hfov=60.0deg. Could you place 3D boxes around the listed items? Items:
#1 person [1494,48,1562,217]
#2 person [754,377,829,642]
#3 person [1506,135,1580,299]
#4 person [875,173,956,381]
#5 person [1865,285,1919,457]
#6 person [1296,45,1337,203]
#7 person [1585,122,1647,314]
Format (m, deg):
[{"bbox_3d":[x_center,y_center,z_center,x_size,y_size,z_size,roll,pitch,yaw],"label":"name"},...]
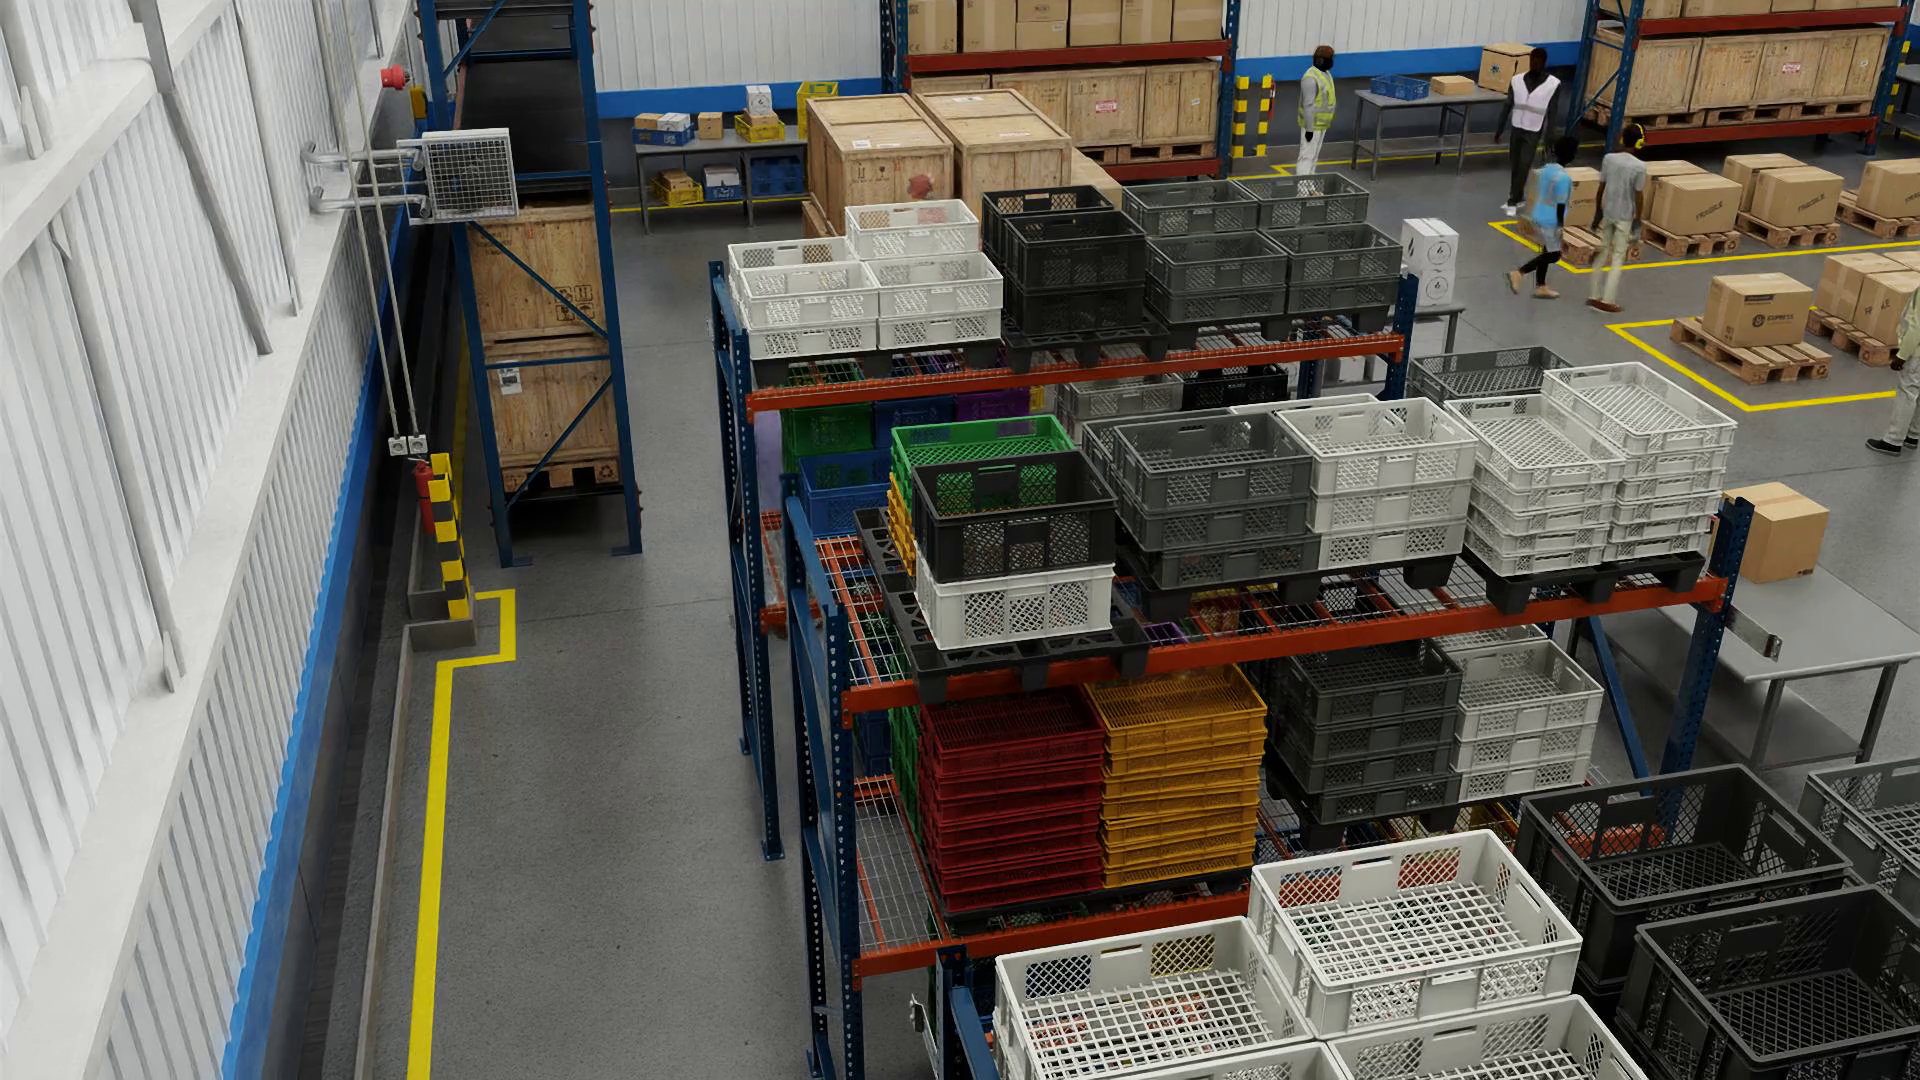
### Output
[{"bbox_3d":[6.530,-4.726,19.244,0.625,1.906,0.536,20,34,33],"label":"person"},{"bbox_3d":[-1.089,-0.202,10.671,0.609,1.901,0.690,-23,35,-36],"label":"person"},{"bbox_3d":[5.828,-3.195,16.567,0.511,1.679,0.550,2,28,4],"label":"person"},{"bbox_3d":[-0.372,-2.287,14.657,0.578,1.874,0.724,23,36,37],"label":"person"},{"bbox_3d":[7.699,-1.558,13.321,0.588,1.822,0.403,-15,31,-26],"label":"person"},{"bbox_3d":[4.210,-4.906,19.658,0.429,1.839,0.621,13,31,23],"label":"person"},{"bbox_3d":[6.459,-3.155,16.307,0.325,1.873,0.516,-19,33,-31],"label":"person"}]
